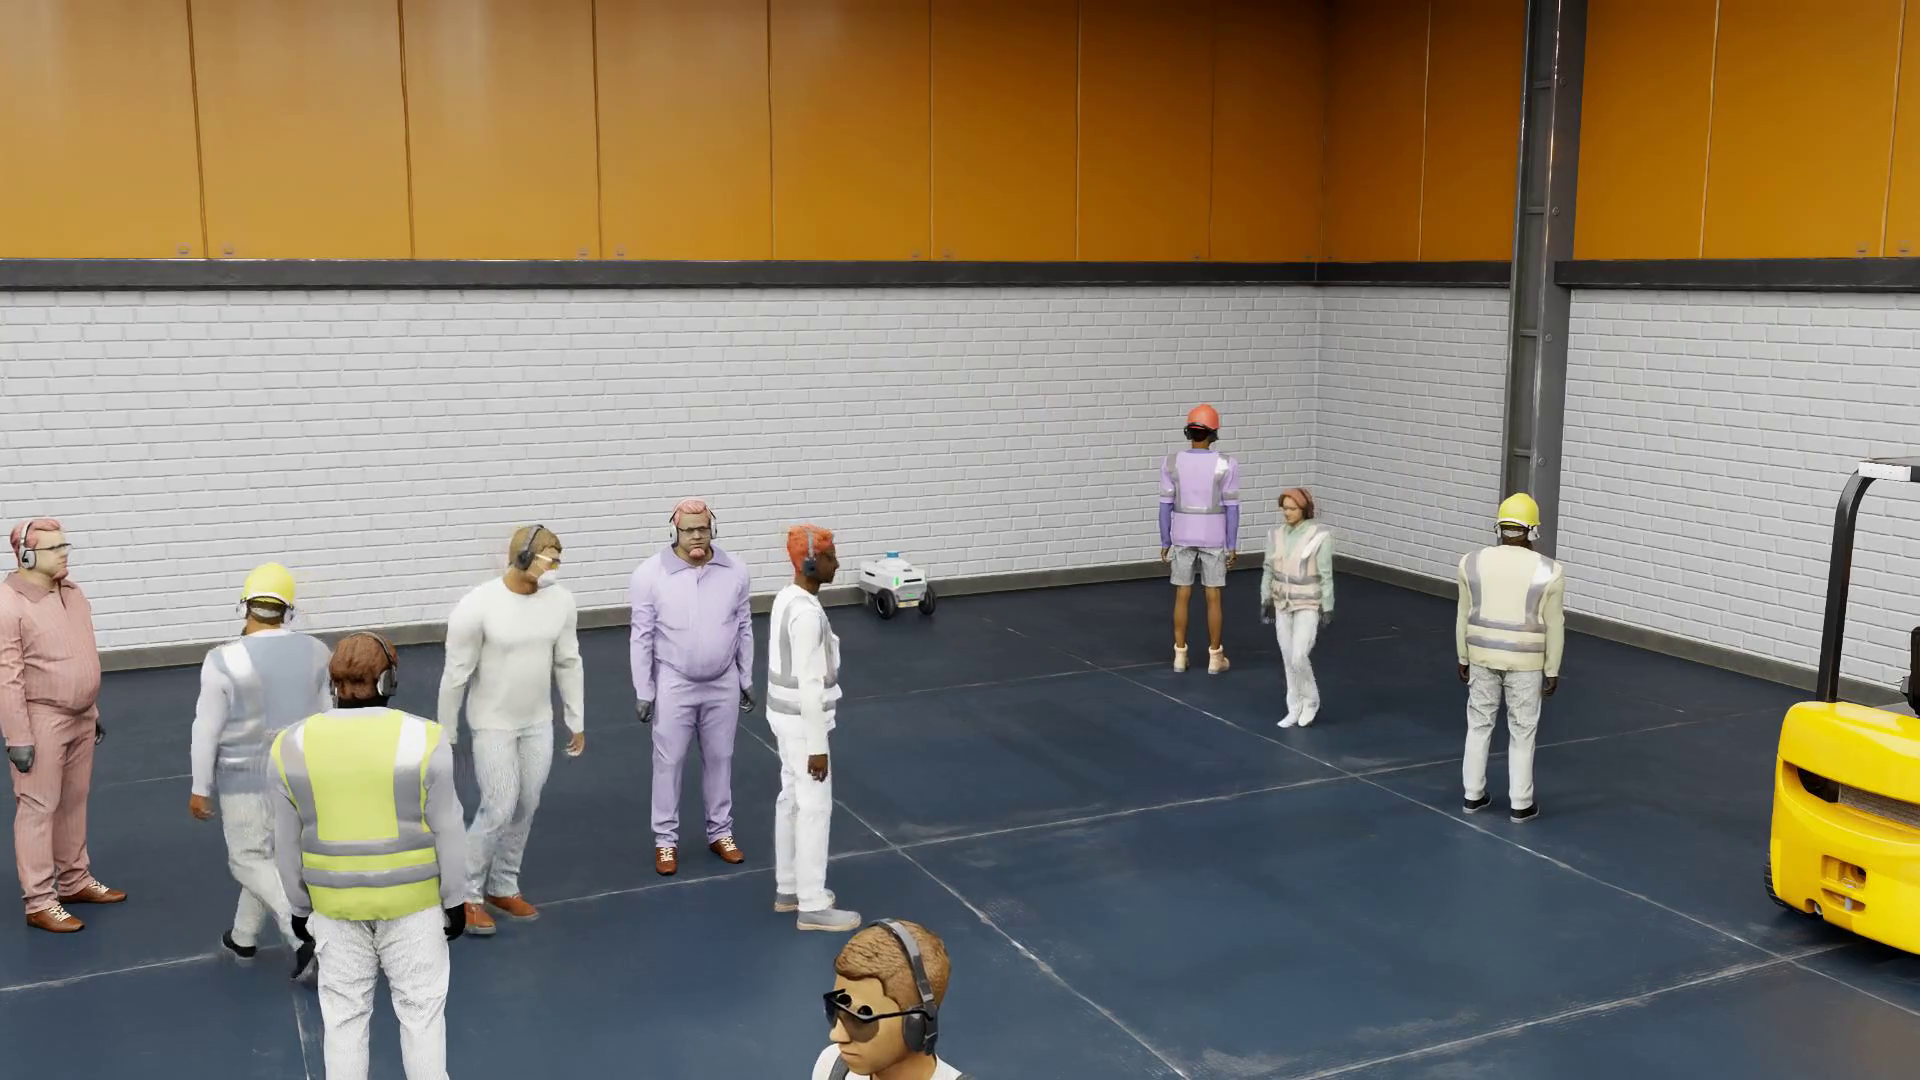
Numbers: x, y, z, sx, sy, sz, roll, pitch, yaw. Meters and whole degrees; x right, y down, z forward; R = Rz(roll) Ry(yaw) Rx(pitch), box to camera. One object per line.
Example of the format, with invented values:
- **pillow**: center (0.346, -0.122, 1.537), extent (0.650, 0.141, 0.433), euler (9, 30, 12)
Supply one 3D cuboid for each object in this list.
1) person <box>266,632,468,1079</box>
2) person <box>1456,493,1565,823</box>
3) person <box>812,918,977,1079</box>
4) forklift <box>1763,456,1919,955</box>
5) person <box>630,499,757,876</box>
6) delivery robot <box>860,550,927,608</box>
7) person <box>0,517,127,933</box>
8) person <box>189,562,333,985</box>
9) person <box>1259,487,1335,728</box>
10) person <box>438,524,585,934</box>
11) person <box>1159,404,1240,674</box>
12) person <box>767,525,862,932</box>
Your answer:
- **person**: center (-1.976, 1.218, 5.650), extent (0.621, 1.838, 0.429), euler (-1, 9, -4)
- **person**: center (3.045, 0.650, 9.227), extent (0.586, 1.824, 0.404), euler (6, 11, 31)
- **person**: center (-0.122, 1.608, 3.198), extent (0.513, 1.845, 0.334), euler (8, 12, 41)
- **forklift**: center (4.857, 0.731, 7.561), extent (2.313, 2.155, 1.214), euler (-4, 10, -25)
- **person**: center (-1.334, 0.734, 8.435), extent (0.652, 1.906, 0.402), euler (-5, 10, -26)
- **delivery robot**: center (-0.596, 0.336, 14.791), extent (0.477, 0.478, 0.707), euler (-6, 11, -31)
- **person**: center (-4.207, 0.843, 7.743), extent (0.410, 1.912, 0.643), euler (0, 9, 3)
- **person**: center (-2.951, 1.001, 7.135), extent (0.782, 1.794, 0.607), euler (5, 10, 28)
- **person**: center (2.216, 0.457, 11.020), extent (0.377, 1.620, 0.525), euler (-8, 12, -41)
- **person**: center (-2.053, 0.859, 7.673), extent (0.516, 1.897, 0.651), euler (7, 12, 38)
- **person**: center (1.809, -0.006, 12.598), extent (0.609, 2.044, 0.396), euler (3, 10, 19)
- **person**: center (-0.690, 0.861, 7.735), extent (0.403, 1.878, 0.600), euler (-3, 9, -15)
